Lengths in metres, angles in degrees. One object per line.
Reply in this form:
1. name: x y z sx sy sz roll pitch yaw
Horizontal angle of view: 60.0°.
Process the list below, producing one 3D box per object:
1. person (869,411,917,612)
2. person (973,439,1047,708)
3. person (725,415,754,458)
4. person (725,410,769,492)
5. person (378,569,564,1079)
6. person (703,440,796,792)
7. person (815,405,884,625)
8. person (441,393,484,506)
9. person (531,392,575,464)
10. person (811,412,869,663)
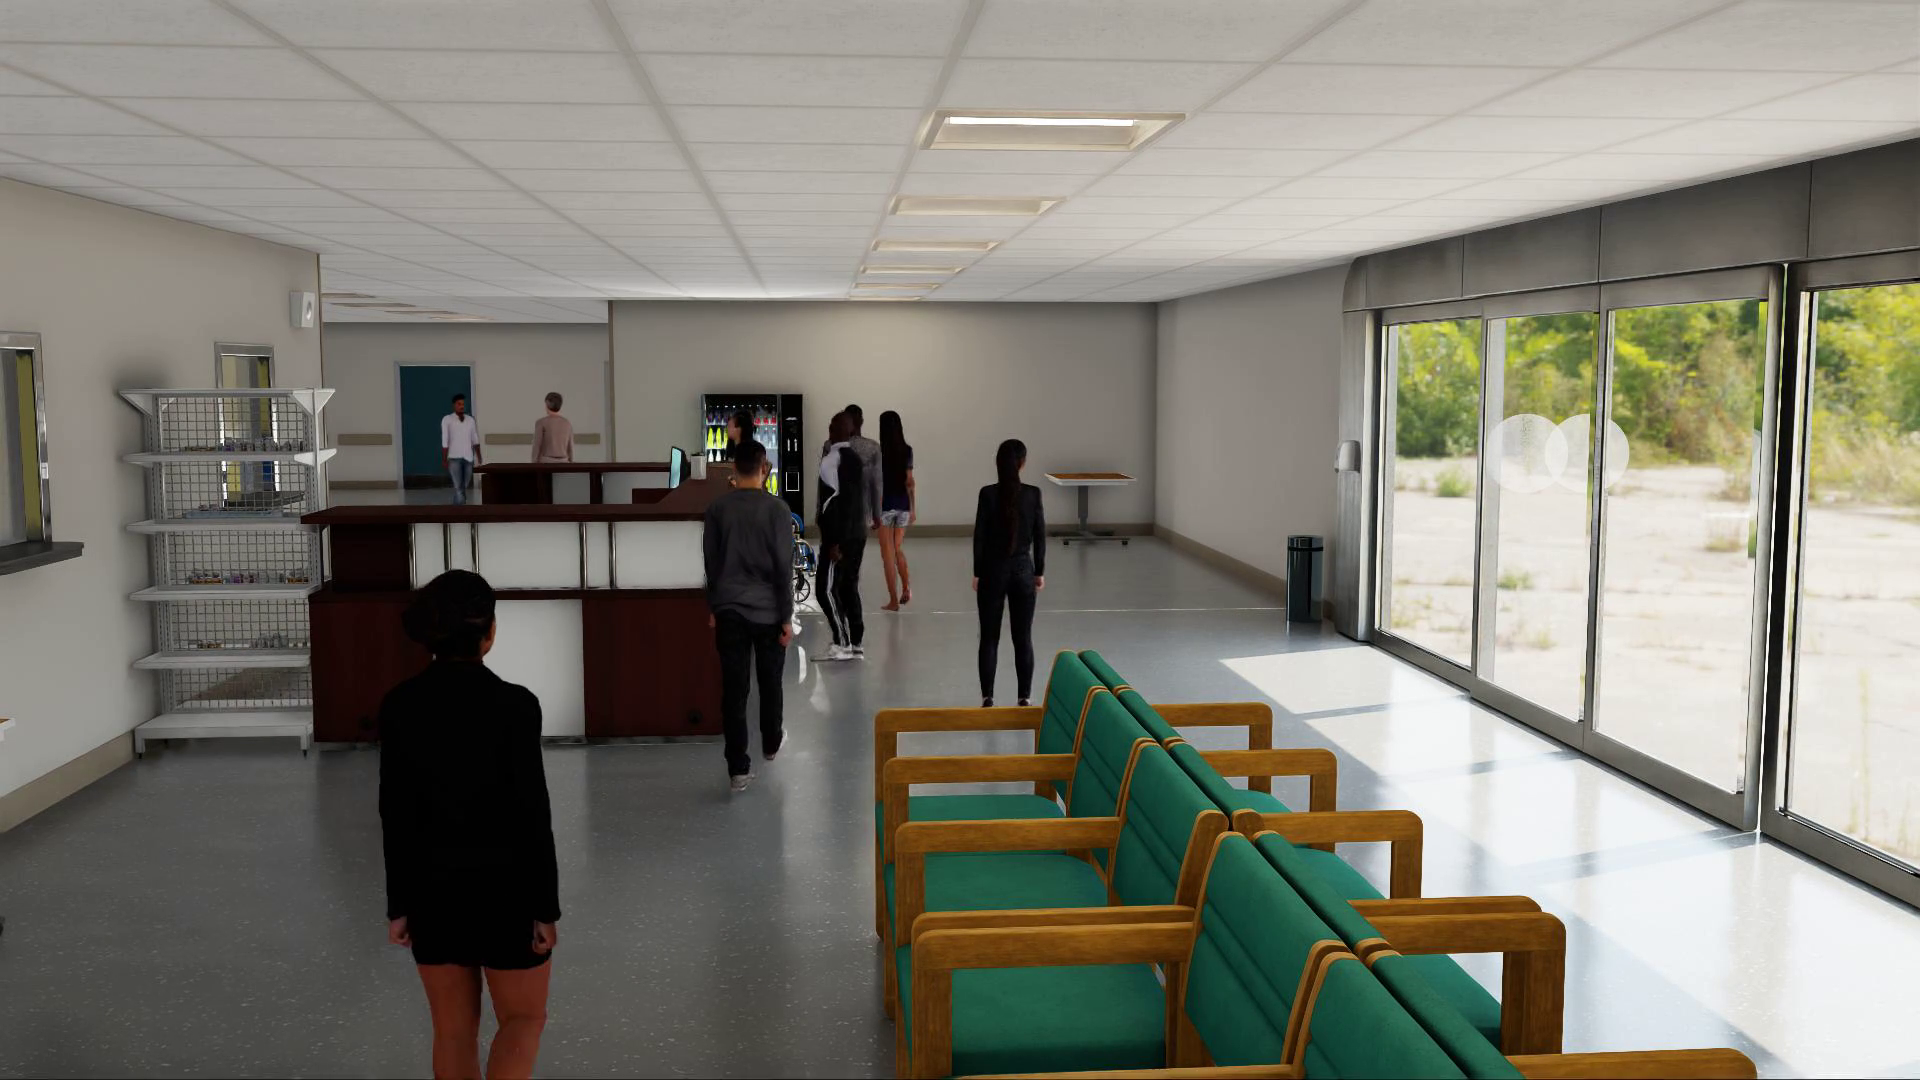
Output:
1. person: -0.551 -0.240 14.513 0.675 1.754 0.753 -4 7 -37
2. person: 0.291 0.254 9.846 0.411 1.707 0.635 -1 6 -5
3. person: -1.983 -0.353 16.072 0.860 1.667 0.685 -1 6 -10
4. person: -2.210 -0.421 16.531 0.844 1.711 0.780 -5 8 -41
5. person: -1.150 0.895 3.878 0.761 1.625 0.692 0 6 2
6. person: -1.070 0.404 8.313 1.080 1.715 0.800 0 6 3
7. person: -0.925 -0.199 13.788 0.698 1.819 0.807 0 6 -5
8. person: -7.093 -1.159 23.504 1.075 1.784 1.074 -5 8 -43
9. person: -4.666 -0.763 19.227 1.223 1.851 1.178 5 8 42
10. person: -0.812 -0.008 11.986 0.919 1.799 0.896 2 6 18
